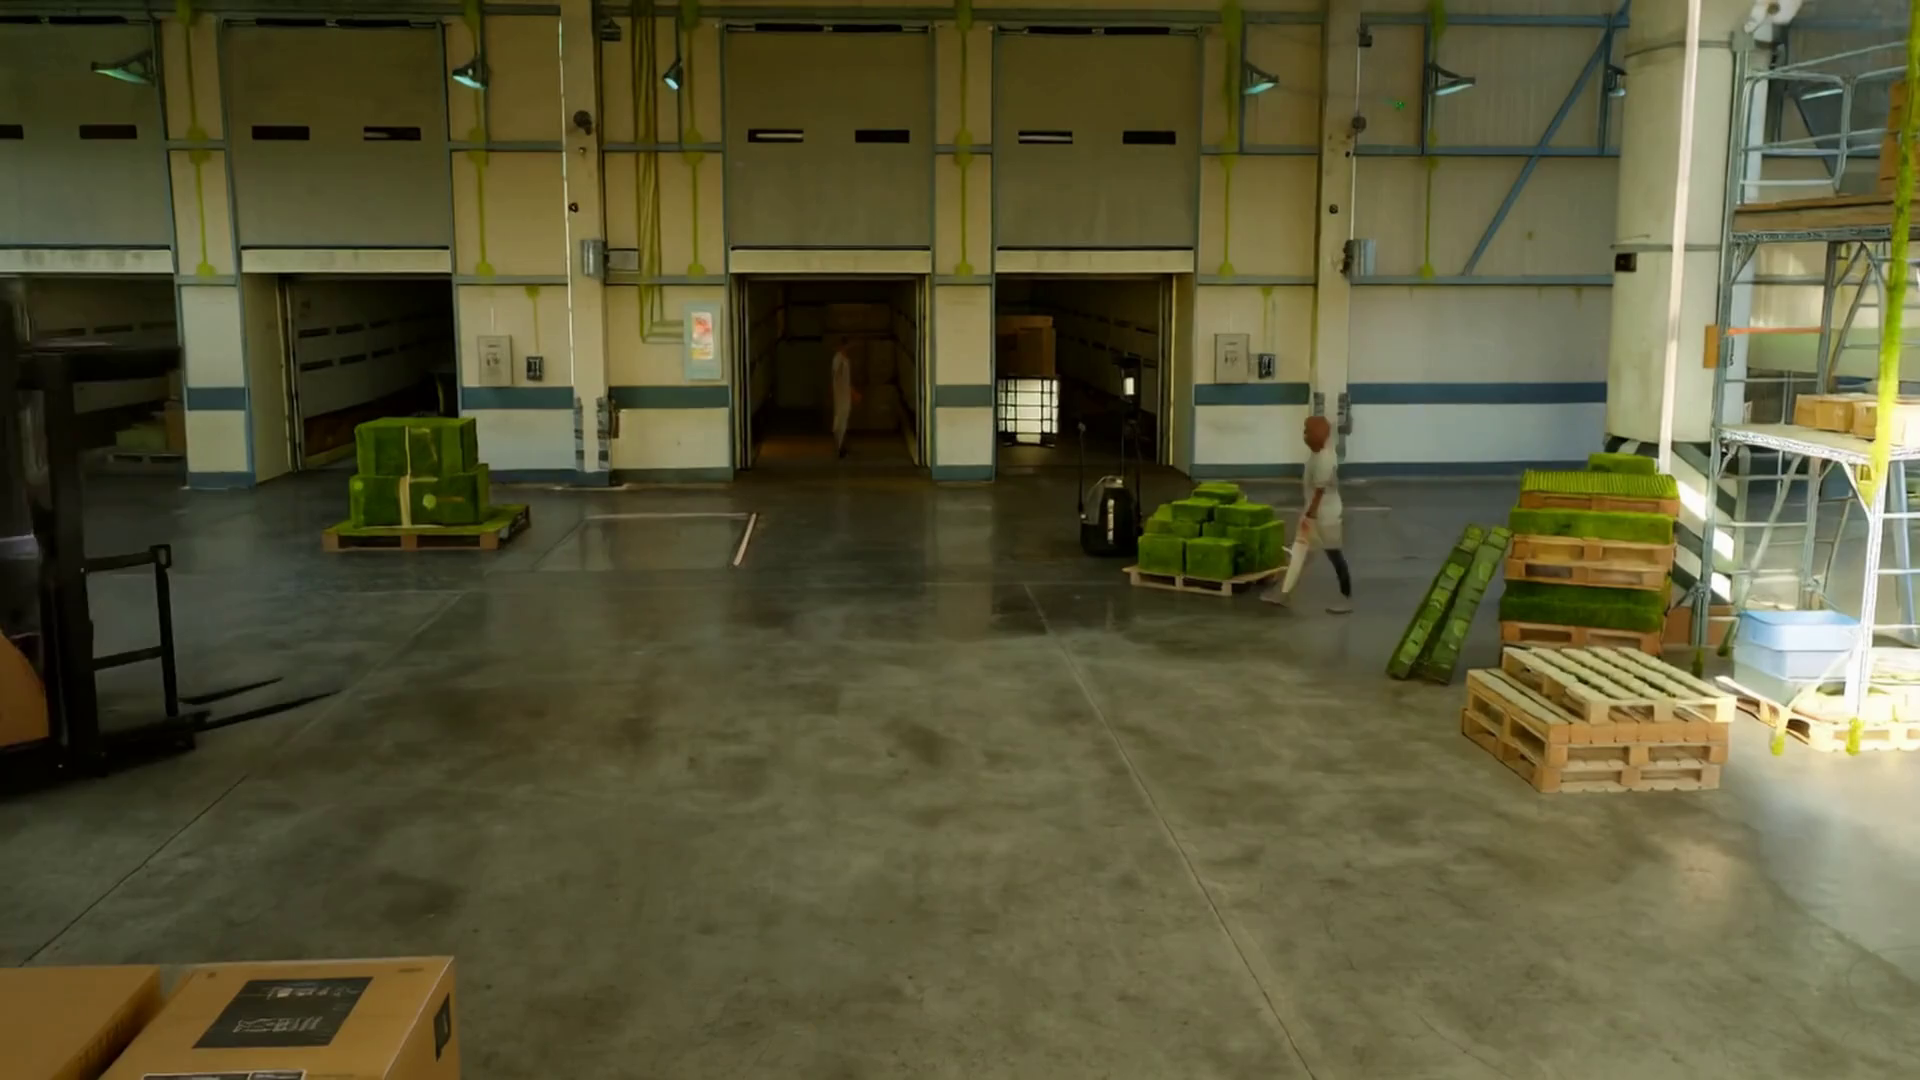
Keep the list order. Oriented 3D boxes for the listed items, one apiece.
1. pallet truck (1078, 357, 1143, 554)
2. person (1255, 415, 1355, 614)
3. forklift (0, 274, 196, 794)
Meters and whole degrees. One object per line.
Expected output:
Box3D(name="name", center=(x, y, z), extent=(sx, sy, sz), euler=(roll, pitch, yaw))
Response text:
Box3D(name="pallet truck", center=(2.088, -0.836, 16.757), extent=(1.885, 1.965, 0.823), euler=(2, 9, 13))
Box3D(name="person", center=(2.907, -0.202, 13.833), extent=(0.863, 1.655, 0.552), euler=(-1, 9, -6))
Box3D(name="forklift", center=(-5.454, -0.050, 9.058), extent=(1.129, 2.768, 1.873), euler=(6, 11, 33))
